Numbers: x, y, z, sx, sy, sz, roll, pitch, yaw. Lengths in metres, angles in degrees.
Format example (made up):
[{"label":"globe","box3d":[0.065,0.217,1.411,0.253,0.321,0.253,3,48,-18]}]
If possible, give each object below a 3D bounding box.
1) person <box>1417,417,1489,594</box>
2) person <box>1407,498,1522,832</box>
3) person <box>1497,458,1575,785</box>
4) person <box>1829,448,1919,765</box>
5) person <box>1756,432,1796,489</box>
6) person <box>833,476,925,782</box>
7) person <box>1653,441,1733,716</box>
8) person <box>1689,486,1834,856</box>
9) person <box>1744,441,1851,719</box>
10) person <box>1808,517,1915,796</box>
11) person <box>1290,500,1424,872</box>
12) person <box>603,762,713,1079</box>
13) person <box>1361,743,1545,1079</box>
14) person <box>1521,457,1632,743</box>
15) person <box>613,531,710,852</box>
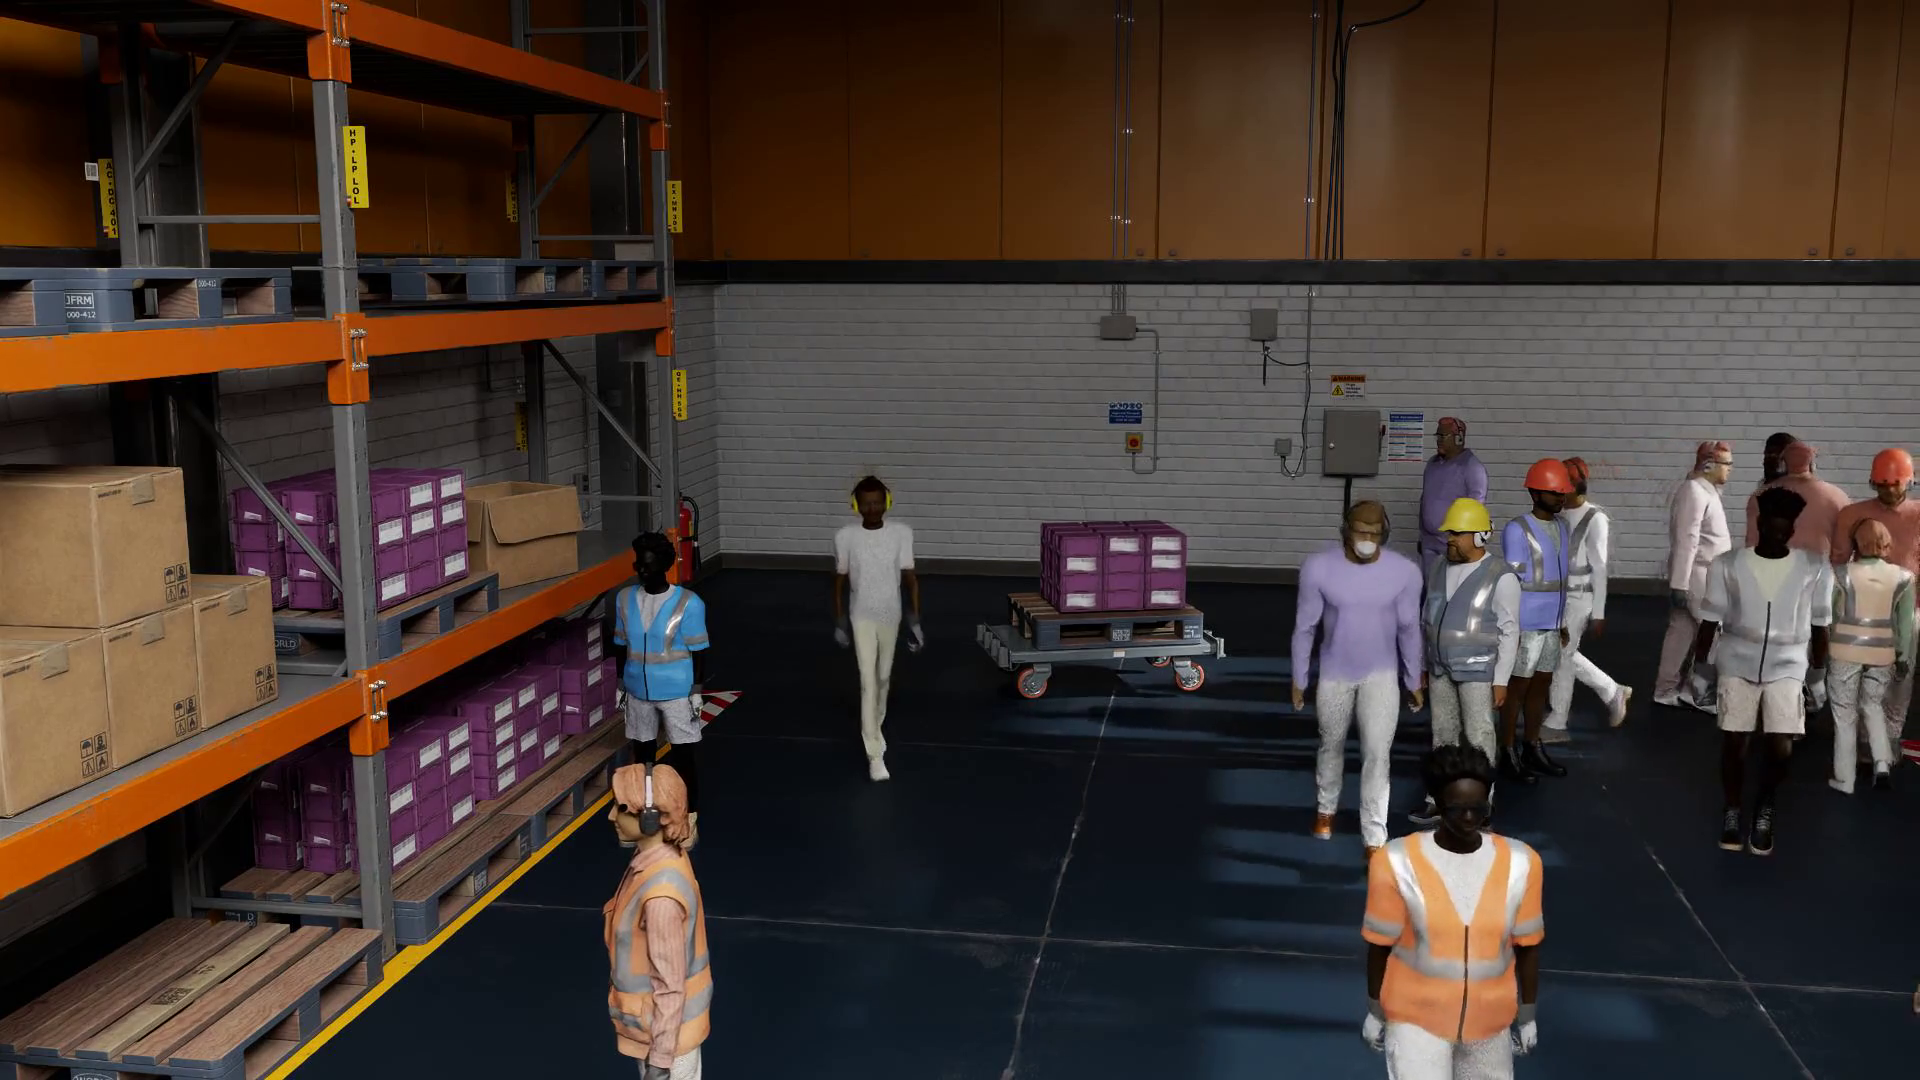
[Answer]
[{"label":"person","box3d":[3.777,-0.004,12.935,0.408,1.908,0.643,-4,10,-25]},{"label":"person","box3d":[2.697,0.680,8.944,0.404,1.830,0.602,-6,11,-32]},{"label":"person","box3d":[3.441,0.477,9.871,0.552,1.937,0.356,-7,11,-36]},{"label":"person","box3d":[5.635,0.411,10.168,0.649,1.968,0.463,6,11,34]},{"label":"person","box3d":[5.797,0.181,11.813,0.433,1.909,0.628,0,9,2]},{"label":"person","box3d":[-0.518,0.496,10.166,0.507,1.816,1.025,-2,9,-14]},{"label":"person","box3d":[5.080,0.263,11.347,0.632,1.880,0.675,5,10,26]},{"label":"person","box3d":[4.118,0.683,8.573,0.649,1.940,0.504,4,10,25]},{"label":"person","box3d":[5.665,0.279,11.322,0.669,1.872,0.734,6,11,33]},{"label":"person","box3d":[5.192,0.678,9.607,0.517,1.623,0.367,1,9,6]},{"label":"person","box3d":[2.029,0.729,8.512,0.673,1.867,1.076,2,9,14]},{"label":"person","box3d":[-0.873,1.441,4.845,0.308,1.641,0.517,-2,10,-14]},{"label":"person","box3d":[1.470,1.395,5.054,0.538,1.670,0.770,0,9,1]},{"label":"person","box3d":[4.027,0.385,10.703,0.747,1.861,0.631,-2,9,-11]},{"label":"person","box3d":[-1.567,0.791,8.676,0.540,1.695,0.317,3,10,18]}]
